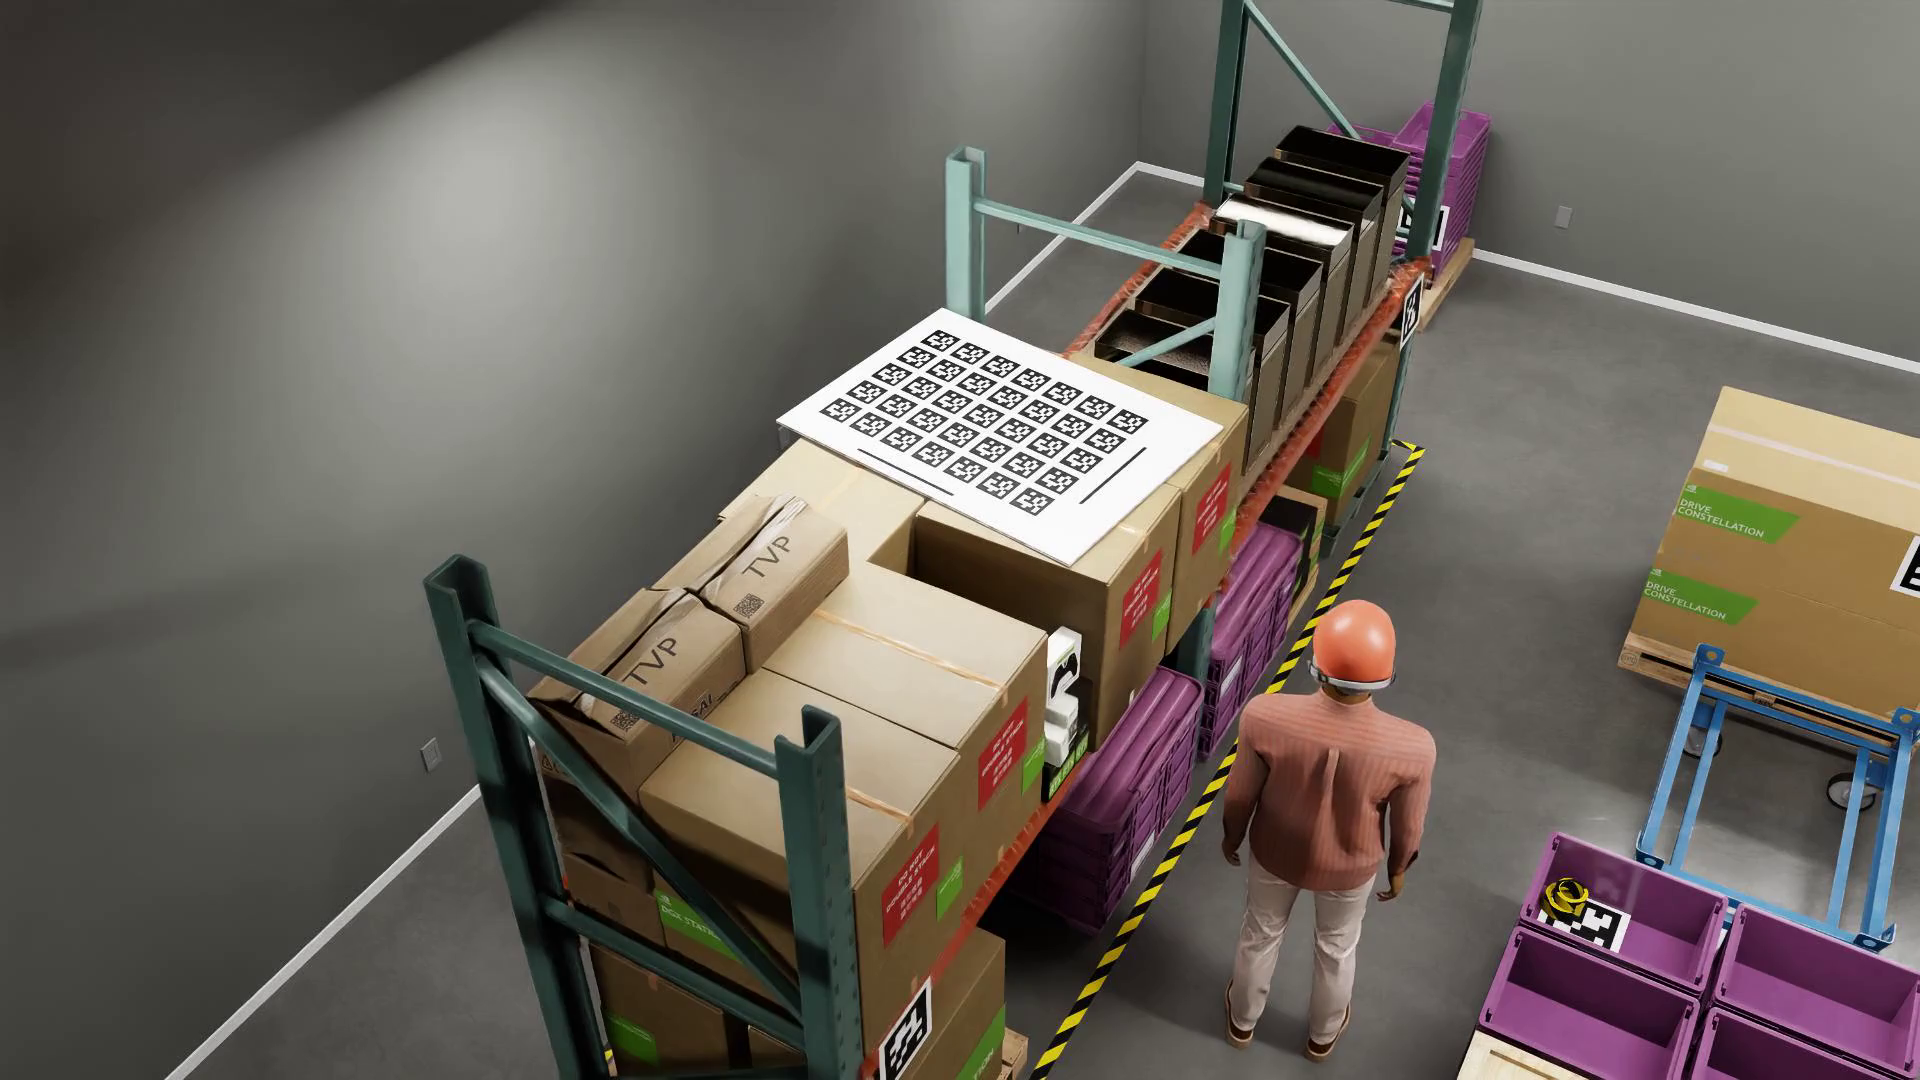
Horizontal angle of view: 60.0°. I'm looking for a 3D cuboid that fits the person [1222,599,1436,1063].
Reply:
[{"bbox_3d":[1.155,0.978,5.385,0.622,1.995,0.383,10,41,12],"label":"person"}]
